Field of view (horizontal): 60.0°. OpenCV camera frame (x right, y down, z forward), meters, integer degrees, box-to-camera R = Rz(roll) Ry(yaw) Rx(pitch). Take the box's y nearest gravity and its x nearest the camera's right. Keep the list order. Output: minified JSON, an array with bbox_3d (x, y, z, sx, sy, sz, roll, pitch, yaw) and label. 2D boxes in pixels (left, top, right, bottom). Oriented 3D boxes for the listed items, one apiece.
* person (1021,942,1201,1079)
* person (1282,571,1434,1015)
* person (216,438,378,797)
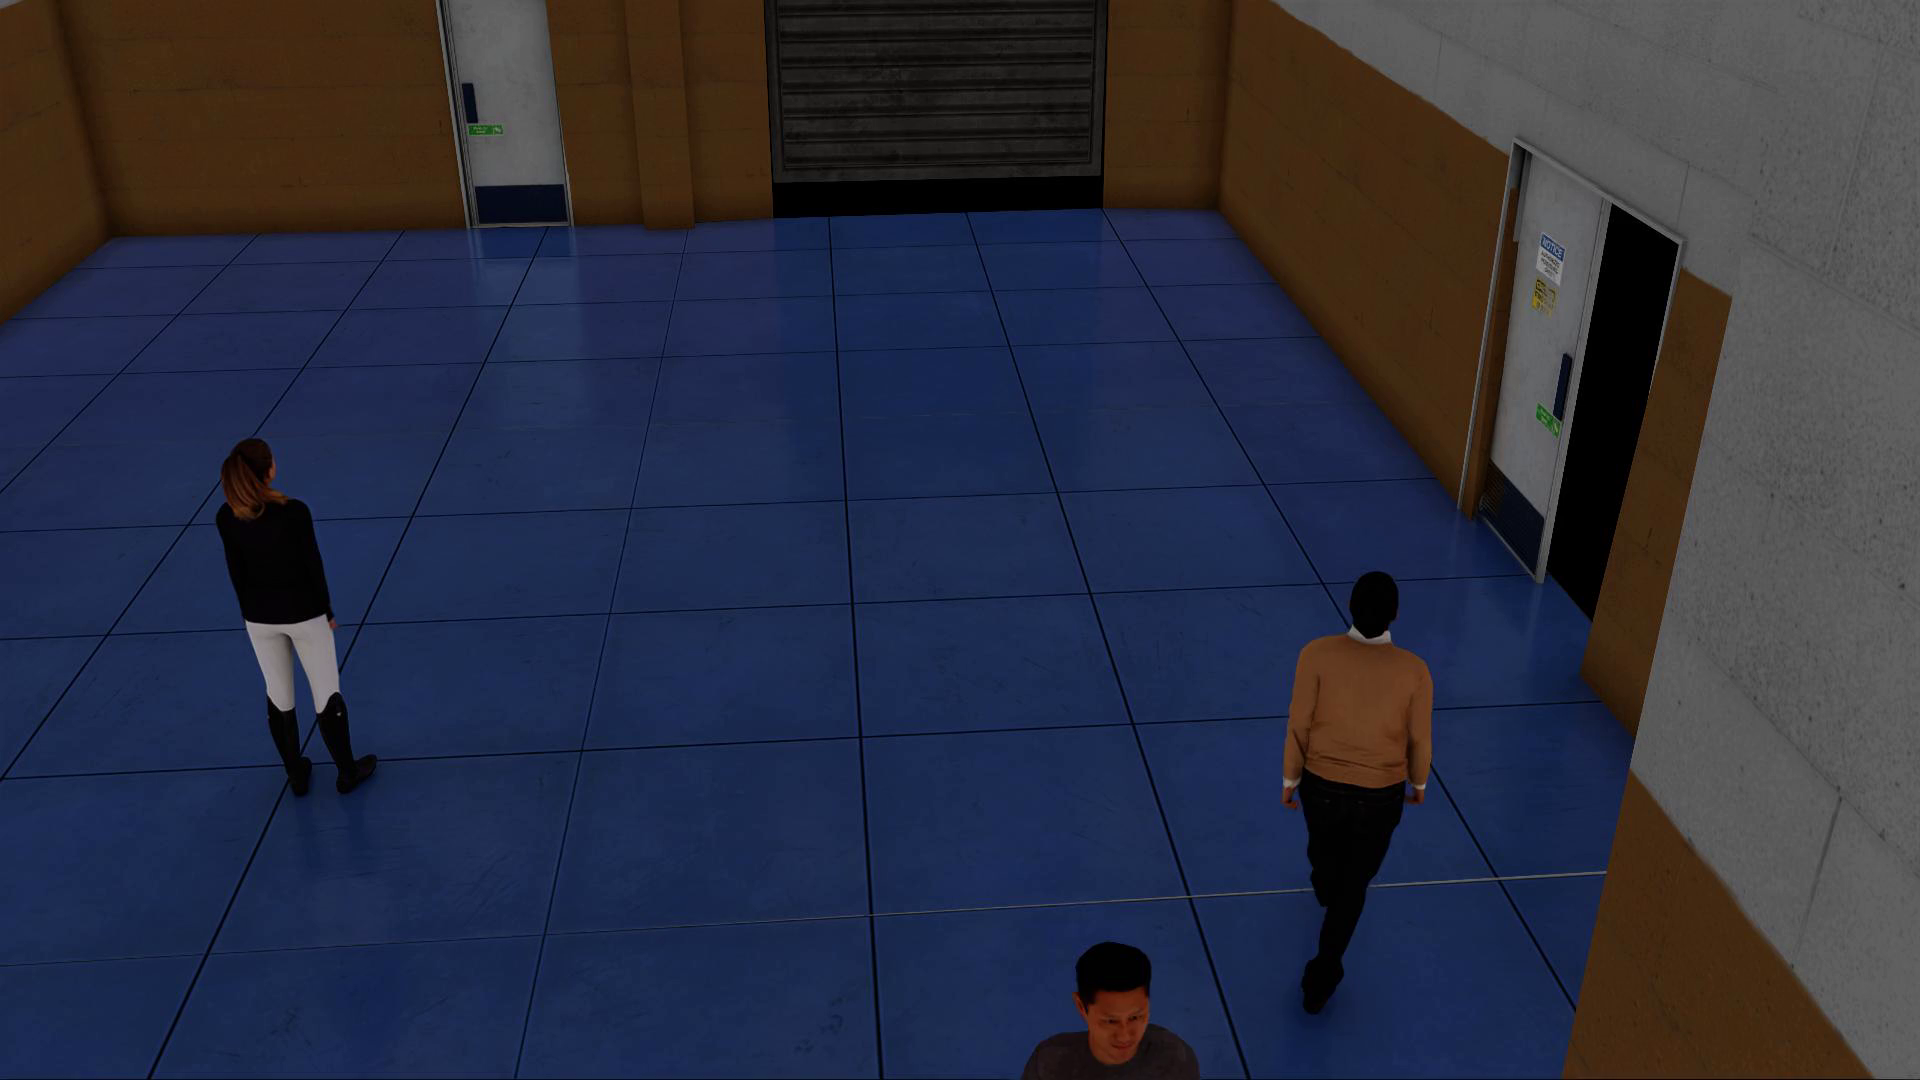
[{"bbox_3d":[0.361,1.757,4.520,0.794,1.755,0.797,-21,33,-35],"label":"person"},{"bbox_3d":[1.422,0.970,6.121,1.200,1.703,1.082,10,29,19],"label":"person"},{"bbox_3d":[-2.949,0.355,7.294,0.503,1.729,0.648,0,27,1],"label":"person"}]
